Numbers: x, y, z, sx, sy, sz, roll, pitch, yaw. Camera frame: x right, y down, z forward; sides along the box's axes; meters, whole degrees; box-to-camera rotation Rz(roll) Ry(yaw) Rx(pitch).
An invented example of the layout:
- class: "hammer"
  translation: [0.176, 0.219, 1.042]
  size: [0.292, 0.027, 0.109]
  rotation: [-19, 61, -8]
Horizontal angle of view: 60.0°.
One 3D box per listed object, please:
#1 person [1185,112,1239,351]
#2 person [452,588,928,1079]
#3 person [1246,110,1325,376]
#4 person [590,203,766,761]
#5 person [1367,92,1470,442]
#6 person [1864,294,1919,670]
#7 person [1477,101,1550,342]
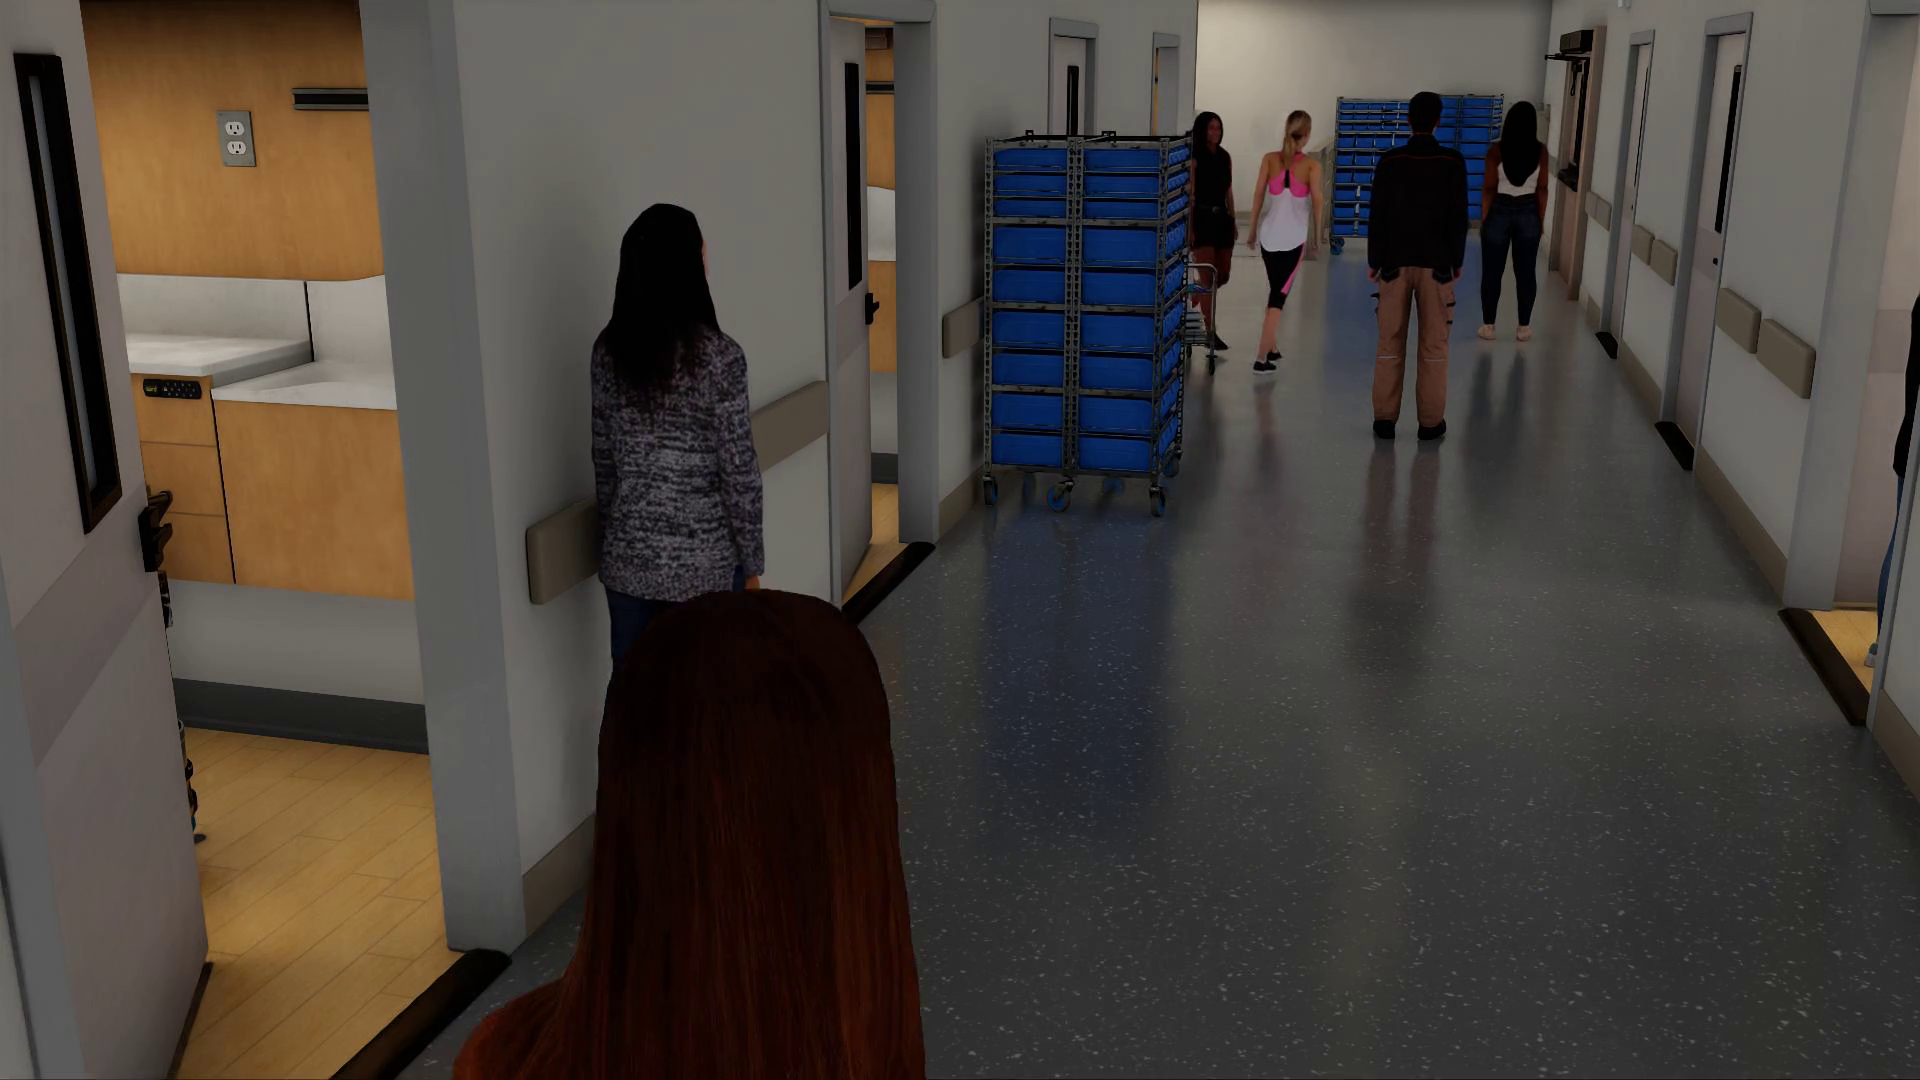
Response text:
- class: "person"
  translation: [1.840, -2.313, 12.497]
  size: [0.985, 1.722, 0.999]
  rotation: [-11, 19, -34]
- class: "person"
  translation: [-0.198, 0.900, 1.163]
  size: [0.746, 1.687, 1.123]
  rotation: [7, 17, 24]
- class: "person"
  translation: [2.146, -1.980, 11.247]
  size: [0.780, 1.759, 0.877]
  rotation: [11, 19, 33]
- class: "person"
  translation: [-0.710, 0.048, 4.110]
  size: [0.638, 1.729, 0.580]
  rotation: [7, 17, 23]
- class: "person"
  translation: [2.558, -1.530, 9.344]
  size: [0.688, 1.924, 0.581]
  rotation: [5, 16, 16]
- class: "person"
  translation: [3.335, -0.330, 5.600]
  size: [0.706, 1.647, 0.617]
  rotation: [-5, 17, -19]
- class: "person"
  translation: [4.269, -2.457, 12.849]
  size: [0.640, 1.808, 0.590]
  rotation: [4, 16, 12]
